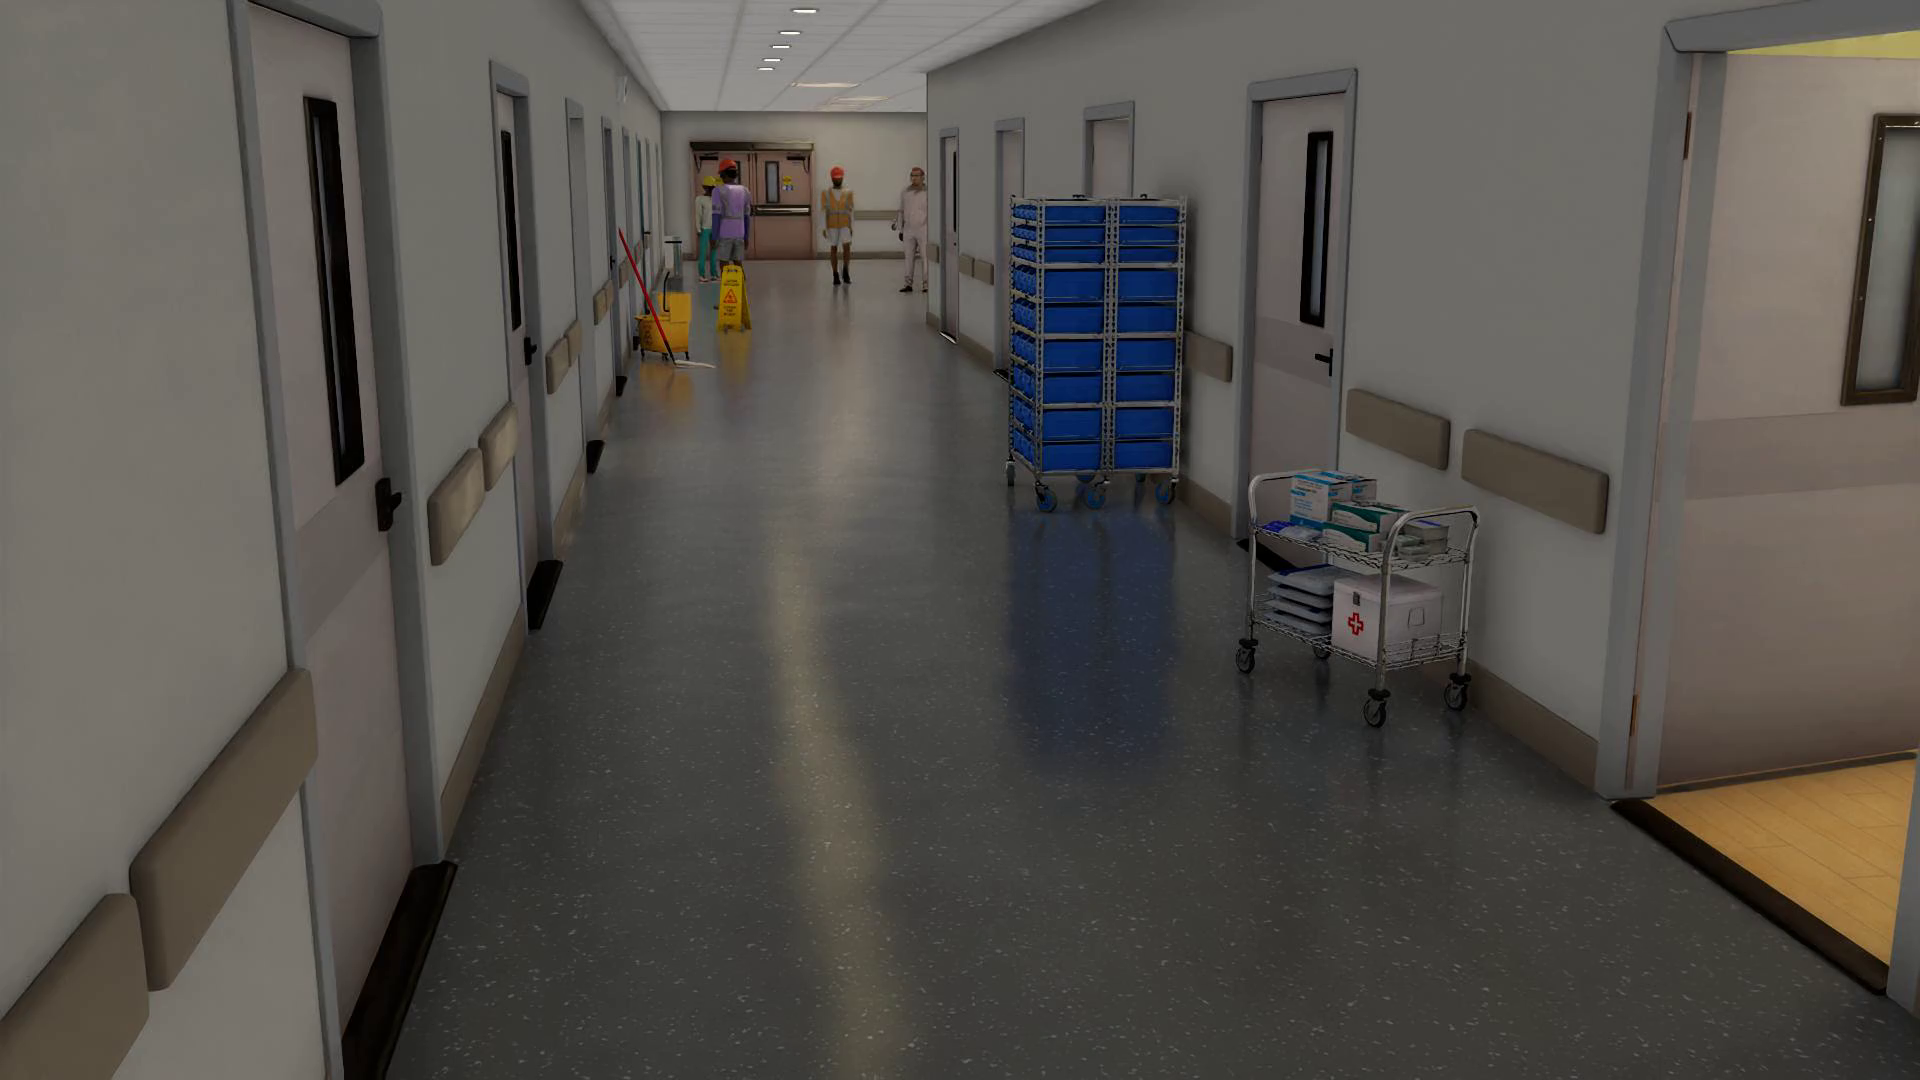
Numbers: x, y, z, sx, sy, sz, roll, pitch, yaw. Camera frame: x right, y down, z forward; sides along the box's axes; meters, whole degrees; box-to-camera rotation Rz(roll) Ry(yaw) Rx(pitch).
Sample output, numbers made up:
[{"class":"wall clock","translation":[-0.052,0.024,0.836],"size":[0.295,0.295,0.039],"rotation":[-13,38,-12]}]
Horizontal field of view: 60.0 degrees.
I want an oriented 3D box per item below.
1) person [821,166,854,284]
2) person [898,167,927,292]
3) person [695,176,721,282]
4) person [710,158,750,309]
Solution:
[{"class":"person","translation":[-2.000,-5.147,27.282],"size":[0.547,1.916,0.584],"rotation":[-2,13,-8]},{"class":"person","translation":[-0.661,-4.785,25.699],"size":[0.638,1.910,0.407],"rotation":[4,13,17]},{"class":"person","translation":[-4.218,-5.249,28.079],"size":[0.533,1.765,0.331],"rotation":[-12,17,-43]},{"class":"person","translation":[-3.130,-4.148,22.610],"size":[0.613,2.029,0.407],"rotation":[-12,18,-44]}]
